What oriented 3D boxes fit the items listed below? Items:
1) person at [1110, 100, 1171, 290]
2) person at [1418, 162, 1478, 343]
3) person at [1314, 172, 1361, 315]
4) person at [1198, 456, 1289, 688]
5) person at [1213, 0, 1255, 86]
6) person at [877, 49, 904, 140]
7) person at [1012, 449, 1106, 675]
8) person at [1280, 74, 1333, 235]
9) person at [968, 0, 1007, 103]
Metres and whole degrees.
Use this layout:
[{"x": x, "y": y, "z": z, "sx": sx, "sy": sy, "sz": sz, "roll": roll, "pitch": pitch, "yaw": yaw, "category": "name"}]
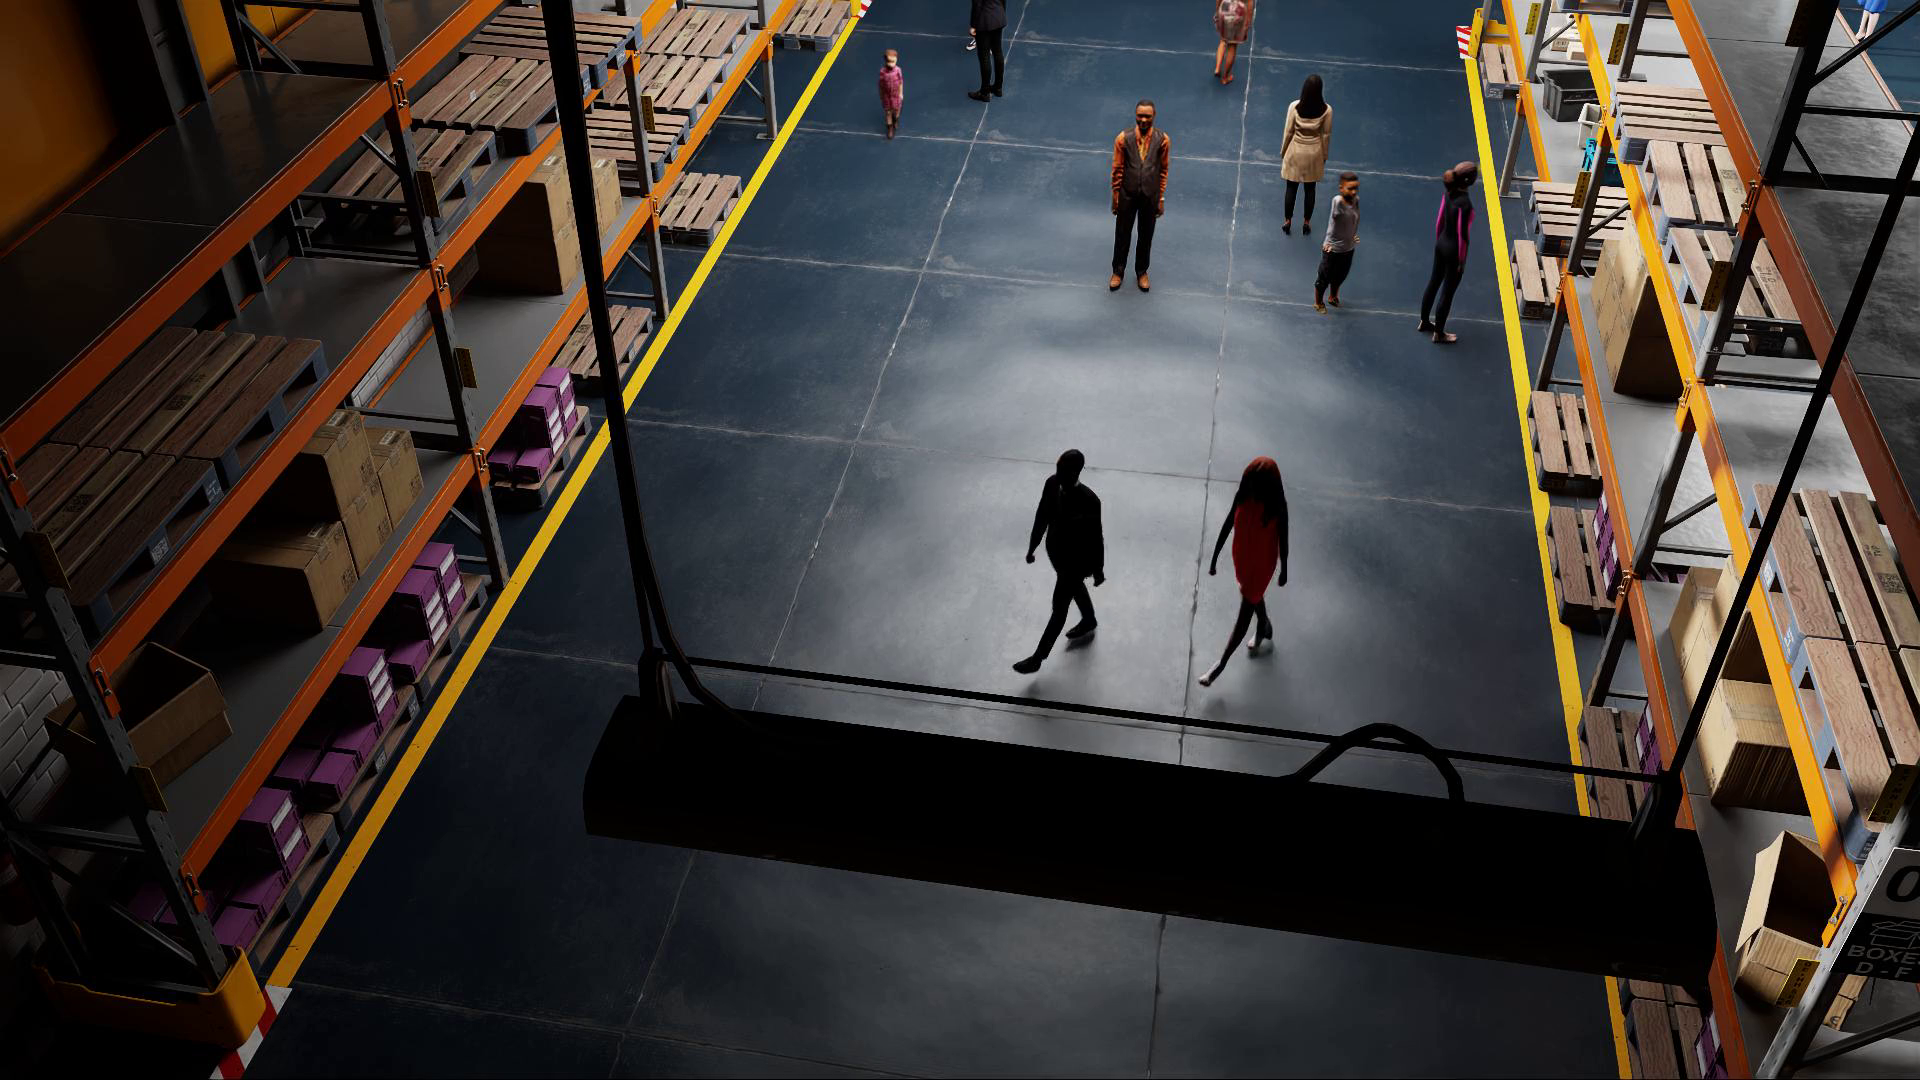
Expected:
[{"x": 1.696, "y": -3.281, "z": 15.782, "sx": 0.705, "sy": 1.908, "sz": 0.624, "roll": 3, "pitch": 39, "yaw": 4, "category": "person"}, {"x": 4.447, "y": -2.626, "z": 15.085, "sx": 0.721, "sy": 1.752, "sz": 0.639, "roll": -12, "pitch": 40, "yaw": -15, "category": "person"}, {"x": 3.562, "y": -2.829, "z": 15.577, "sx": 0.646, "sy": 1.456, "sz": 0.685, "roll": -20, "pitch": 43, "yaw": -23, "category": "person"}, {"x": 2.103, "y": 0.140, "z": 11.598, "sx": 1.208, "sy": 1.782, "sz": 1.056, "roll": -31, "pitch": 48, "yaw": -33, "category": "person"}, {"x": 3.172, "y": -6.145, "z": 19.582, "sx": 0.781, "sy": 1.640, "sz": 0.808, "roll": 23, "pitch": 44, "yaw": 26, "category": "person"}, {"x": -0.772, "y": -5.054, "z": 18.717, "sx": 0.491, "sy": 1.014, "sz": 0.575, "roll": -1, "pitch": 39, "yaw": -1, "category": "person"}, {"x": 0.836, "y": 0.085, "z": 11.686, "sx": 1.249, "sy": 1.758, "sz": 1.154, "roll": -27, "pitch": 46, "yaw": -30, "category": "person"}, {"x": 3.453, "y": -3.855, "z": 16.682, "sx": 0.629, "sy": 1.682, "sz": 0.525, "roll": 7, "pitch": 39, "yaw": 9, "category": "person"}, {"x": 0.330, "y": -6.026, "z": 19.232, "sx": 0.748, "sy": 1.891, "sz": 0.849, "roll": -31, "pitch": 48, "yaw": -33, "category": "person"}]
